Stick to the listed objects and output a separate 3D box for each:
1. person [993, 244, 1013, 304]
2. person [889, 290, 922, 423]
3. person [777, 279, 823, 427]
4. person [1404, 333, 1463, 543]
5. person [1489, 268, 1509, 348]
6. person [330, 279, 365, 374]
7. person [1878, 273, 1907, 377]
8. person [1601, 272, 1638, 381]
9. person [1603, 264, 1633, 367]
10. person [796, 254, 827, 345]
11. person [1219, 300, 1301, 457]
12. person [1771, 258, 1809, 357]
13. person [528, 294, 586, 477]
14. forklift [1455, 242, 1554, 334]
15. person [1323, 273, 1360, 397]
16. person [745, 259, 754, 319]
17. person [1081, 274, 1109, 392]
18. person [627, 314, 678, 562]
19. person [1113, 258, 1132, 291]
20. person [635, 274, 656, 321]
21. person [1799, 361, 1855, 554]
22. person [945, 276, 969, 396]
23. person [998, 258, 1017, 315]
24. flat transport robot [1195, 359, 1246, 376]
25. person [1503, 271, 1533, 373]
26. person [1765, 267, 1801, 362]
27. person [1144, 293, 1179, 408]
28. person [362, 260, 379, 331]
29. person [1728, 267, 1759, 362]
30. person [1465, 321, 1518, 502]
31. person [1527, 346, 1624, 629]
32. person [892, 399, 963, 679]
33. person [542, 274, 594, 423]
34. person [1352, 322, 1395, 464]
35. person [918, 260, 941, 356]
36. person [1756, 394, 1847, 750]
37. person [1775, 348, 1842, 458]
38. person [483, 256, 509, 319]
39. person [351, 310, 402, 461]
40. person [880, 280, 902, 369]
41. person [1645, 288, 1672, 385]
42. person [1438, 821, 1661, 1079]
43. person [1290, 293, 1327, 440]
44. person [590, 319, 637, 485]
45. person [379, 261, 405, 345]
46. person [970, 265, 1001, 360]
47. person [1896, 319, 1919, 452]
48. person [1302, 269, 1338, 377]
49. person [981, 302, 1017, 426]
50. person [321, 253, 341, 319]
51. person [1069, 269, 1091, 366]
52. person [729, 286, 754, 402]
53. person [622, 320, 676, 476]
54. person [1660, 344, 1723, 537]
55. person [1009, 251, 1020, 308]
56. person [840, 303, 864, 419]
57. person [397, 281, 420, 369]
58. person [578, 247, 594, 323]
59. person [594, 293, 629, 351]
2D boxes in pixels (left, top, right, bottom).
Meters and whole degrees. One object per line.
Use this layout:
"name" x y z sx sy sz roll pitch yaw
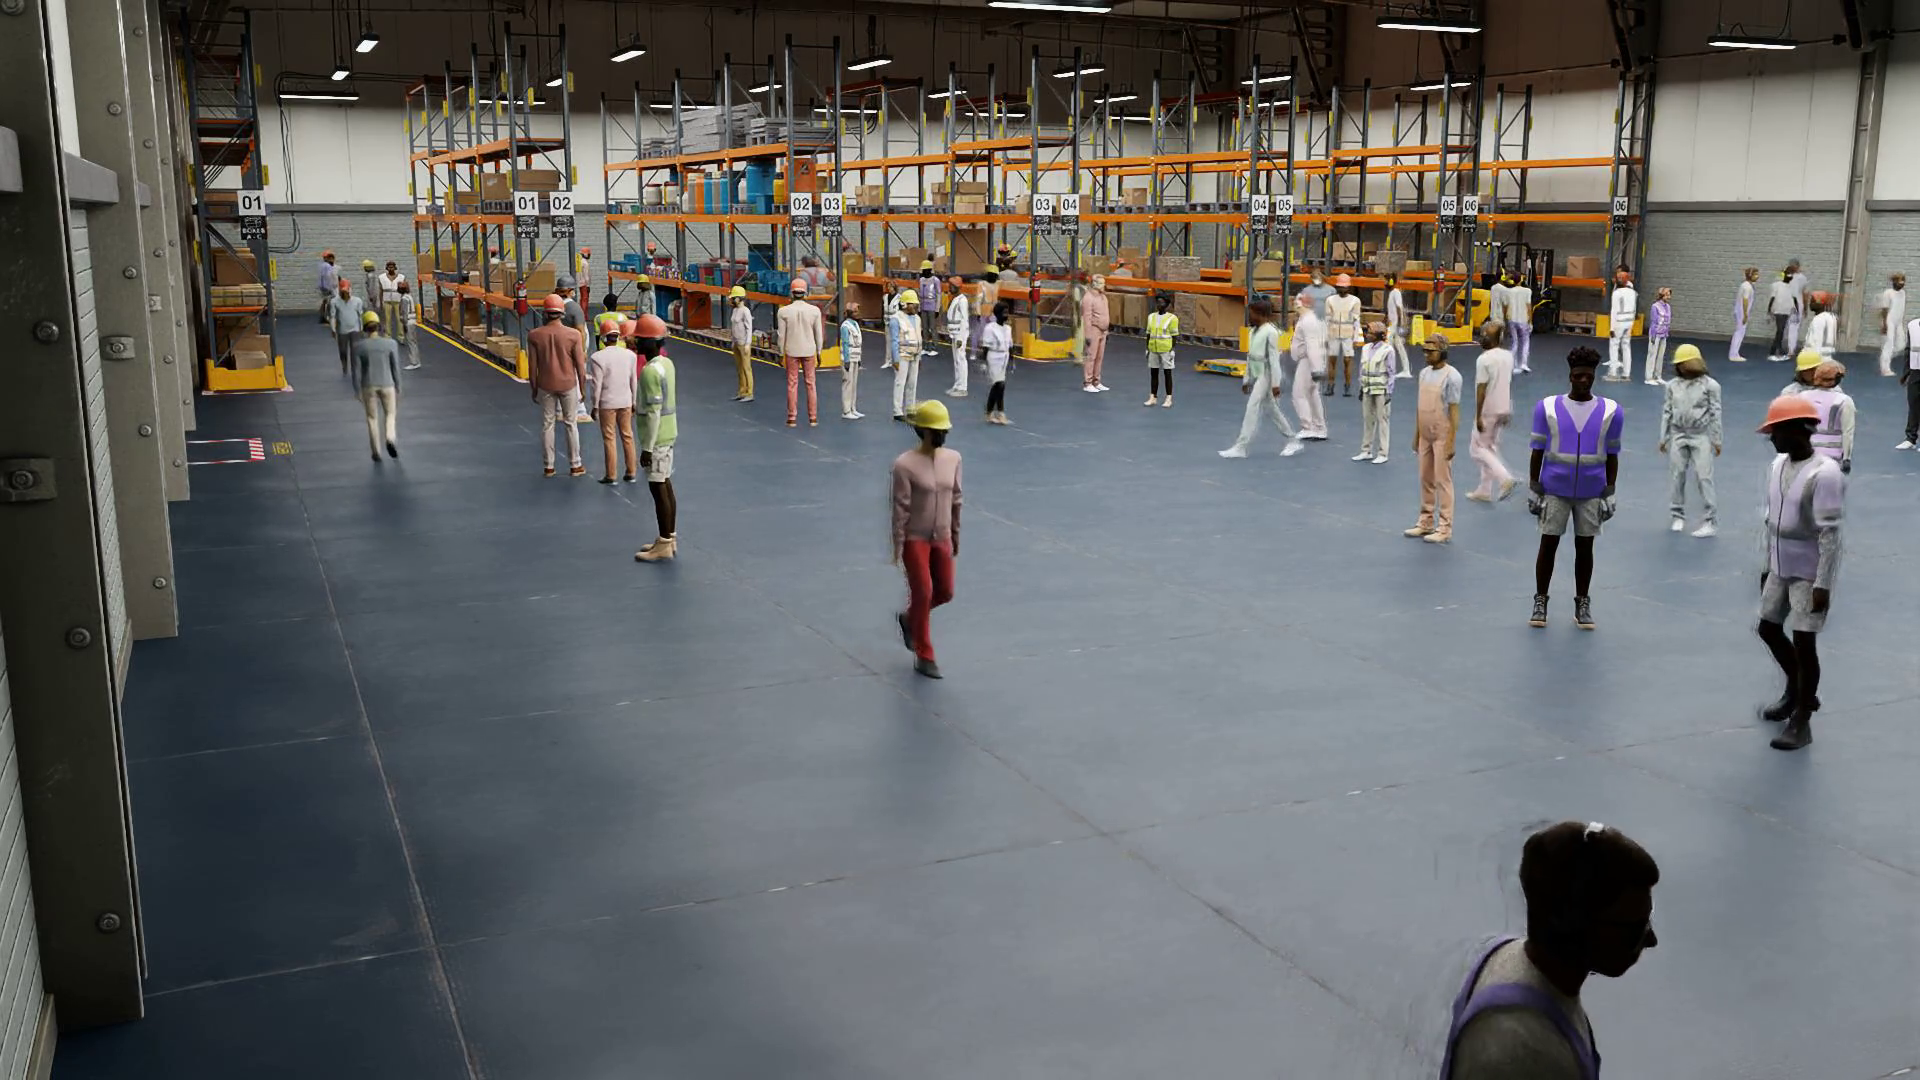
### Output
"person" 1.137 -6.854 44.352 0.605 2.045 0.379 4 12 20
"person" -0.722 -2.535 22.976 0.403 1.825 0.595 9 14 37
"person" -2.163 -2.529 22.502 0.621 1.994 0.381 -3 11 -14
"person" 4.178 -0.895 14.608 0.338 1.837 0.509 -5 12 -23
"person" 9.939 -4.069 30.647 0.318 1.870 0.531 -2 11 -11
"person" -10.768 -3.729 29.261 0.577 1.737 0.515 -4 12 -20
"person" 16.473 -3.788 29.321 0.534 1.827 0.405 -5 12 -22
"person" 11.358 -3.659 28.555 0.590 1.874 0.378 -5 12 -24
"person" 12.434 -4.221 31.286 0.392 1.922 0.592 -1 11 -3
"person" -3.227 -5.161 35.759 0.721 2.000 0.543 -6 13 -28
"person" 3.609 -1.907 19.699 1.015 1.862 0.609 -2 11 -11
"person" 16.779 -4.745 33.643 0.698 2.000 0.987 7 13 31
"person" -4.395 -1.684 18.197 0.622 1.997 0.372 -1 11 -4
"forklift" 13.047 -6.049 39.881 2.313 2.155 1.214 -5 12 -23
"person" 5.991 -3.216 26.143 0.547 1.935 0.382 5 12 22
"person" -5.763 -6.795 45.102 0.278 1.634 0.498 -8 14 -35
"person" 2.210 -3.336 26.859 0.403 1.900 0.646 7 13 31
"person" -2.545 -0.839 13.797 0.384 2.043 0.612 0 11 1
"person" 4.315 -6.555 43.685 0.584 1.711 0.737 -5 12 -23
"person" -5.848 -4.047 30.853 0.484 1.745 0.297 7 13 33
"person" 7.292 -0.696 14.097 0.308 1.636 0.524 -7 13 -33
"person" -0.037 -3.213 26.250 0.355 1.887 0.574 -2 11 -11
"person" 1.089 -5.604 38.543 0.506 1.839 0.574 -3 12 -16
"flat transport robot" 4.889 -3.108 29.837 0.652 0.197 1.431 -5 12 -25
"person" 10.051 -3.905 29.918 0.587 1.837 0.342 7 13 32
"person" 15.995 -4.352 32.171 0.568 1.828 0.902 -2 11 -9
"person" 2.982 -2.816 24.710 0.540 1.700 0.316 8 14 37
"person" -14.421 -5.973 40.688 0.319 1.732 0.496 -3 12 -15
"person" 15.240 -4.373 32.324 0.391 1.830 0.514 4 12 19
"person" 5.290 -1.241 16.402 0.508 1.824 0.596 -7 13 -32
"person" 4.254 -0.360 11.546 0.606 1.967 0.367 3 11 13
"person" -0.247 -0.026 10.427 0.542 1.748 0.575 -8 13 -34
"person" -5.381 -2.647 22.985 0.682 2.000 0.537 7 13 30
"person" 4.804 -1.700 19.201 0.315 1.636 0.515 -6 13 -29
"person" -0.644 -4.689 33.659 0.381 1.924 0.605 -11 15 -43
"person" 4.630 0.173 9.014 0.526 1.912 0.706 -2 11 -11
"person" 7.390 -0.819 14.509 0.515 1.718 0.555 4 12 18
"person" -12.667 -6.851 45.156 0.870 1.721 0.519 4 12 19
"person" -6.795 -1.792 19.369 0.541 1.750 0.385 -5 12 -23
"person" -1.239 -3.992 30.835 0.514 1.642 0.314 8 14 36
"person" 11.759 -3.423 27.977 0.514 1.632 0.312 -9 14 -38
"person" 0.927 1.370 3.183 0.784 1.811 0.555 4 12 18
"person" 4.444 -2.186 21.085 0.555 1.867 0.664 4 12 20
"person" -3.705 -1.471 17.739 0.573 1.749 0.343 -11 15 -43
"person" -12.387 -5.176 36.344 0.566 1.841 0.390 -3 12 -17
"person" 0.500 -4.413 32.428 0.670 1.870 0.992 -8 13 -34
"person" 11.710 -2.021 20.143 0.397 1.911 0.587 -6 12 -26
"person" 6.359 -3.837 29.445 0.636 1.894 1.002 3 11 13
"person" 0.584 -2.373 22.498 0.698 1.668 0.556 8 14 36
"person" -16.420 -6.579 43.493 0.524 1.844 0.558 -5 12 -26
"person" 2.294 -4.178 31.313 0.433 1.831 0.577 6 13 28
"person" -3.366 -2.991 25.430 0.321 1.767 0.533 -7 13 -32
"person" -3.431 -1.545 18.228 0.654 1.712 0.472 2 11 11
"person" 6.581 -0.906 14.982 0.419 1.717 0.521 -11 15 -43
"person" 1.600 -7.707 49.434 0.336 1.753 0.526 -5 12 -22
"person" -1.532 -2.514 23.357 0.310 1.631 0.510 3 11 13
"person" -10.223 -3.971 30.784 0.320 1.628 0.529 -2 11 -9
"person" -9.834 -6.694 43.707 0.411 1.987 0.612 -6 12 -27
"person" -5.138 -2.794 24.618 0.531 1.692 0.320 1 11 3
